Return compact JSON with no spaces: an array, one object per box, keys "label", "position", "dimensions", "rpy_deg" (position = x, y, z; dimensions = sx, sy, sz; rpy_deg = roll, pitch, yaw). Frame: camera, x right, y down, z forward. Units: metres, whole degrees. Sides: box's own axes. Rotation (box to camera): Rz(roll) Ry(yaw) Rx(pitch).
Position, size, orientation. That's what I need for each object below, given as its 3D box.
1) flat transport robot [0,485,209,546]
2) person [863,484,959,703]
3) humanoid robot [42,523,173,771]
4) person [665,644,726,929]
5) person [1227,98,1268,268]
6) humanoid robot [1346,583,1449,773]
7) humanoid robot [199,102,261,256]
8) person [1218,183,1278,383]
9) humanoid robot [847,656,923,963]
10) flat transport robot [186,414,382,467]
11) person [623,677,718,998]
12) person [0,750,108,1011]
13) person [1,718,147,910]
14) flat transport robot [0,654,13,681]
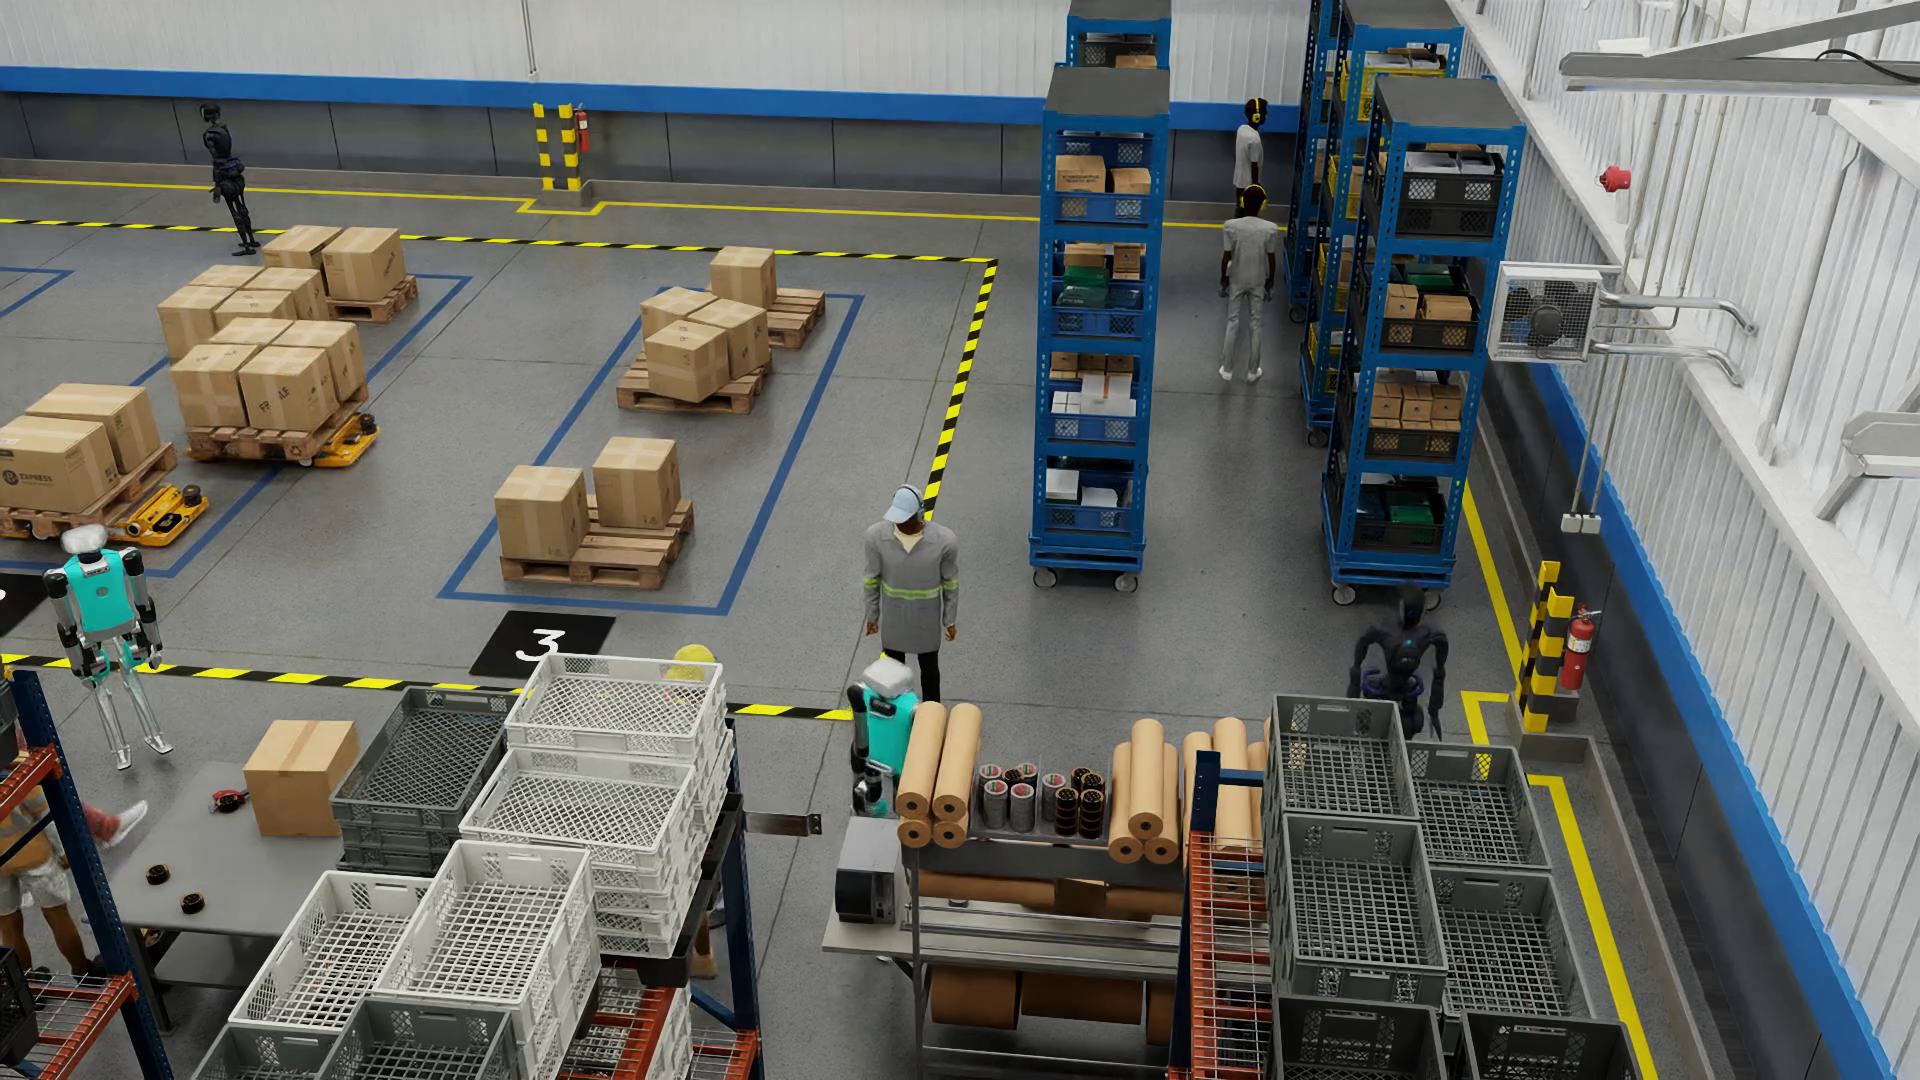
[{"label":"flat transport robot","position":[-6.750,-0.236,13.052],"dimensions":[1.431,0.197,0.652],"rpy_deg":[3,30,6]},{"label":"person","position":[-0.305,0.471,10.292],"dimensions":[0.592,1.849,0.395],"rpy_deg":[3,30,6]},{"label":"humanoid robot","position":[-5.173,0.578,10.088],"dimensions":[0.533,1.677,0.735],"rpy_deg":[-21,36,-32]},{"label":"person","position":[-1.373,1.307,8.934],"dimensions":[0.296,1.771,0.531],"rpy_deg":[-8,31,-13]},{"label":"person","position":[3.035,-3.703,17.442],"dimensions":[0.322,1.870,0.528],"rpy_deg":[-7,31,-12]},{"label":"humanoid robot","position":[2.499,0.927,9.695],"dimensions":[0.601,1.632,0.633],"rpy_deg":[0,30,1]},{"label":"humanoid robot","position":[-7.919,-3.909,17.973],"dimensions":[0.315,1.657,0.599],"rpy_deg":[-2,30,-4]},{"label":"person","position":[2.603,-2.322,15.070],"dimensions":[0.507,1.872,0.328],"rpy_deg":[5,31,8]},{"label":"humanoid robot","position":[-0.453,1.499,8.659],"dimensions":[0.554,1.804,0.698],"rpy_deg":[20,36,30]},{"label":"flat transport robot","position":[-5.757,-0.889,14.173],"dimensions":[1.431,0.197,0.652],"rpy_deg":[3,30,6]},{"label":"person","position":[-1.492,1.546,8.294],"dimensions":[0.436,2.010,0.634],"rpy_deg":[23,37,34]},{"label":"person","position":[-4.764,1.554,8.345],"dimensions":[0.542,1.939,0.367],"rpy_deg":[-7,31,-12]},{"label":"person","position":[-5.115,1.153,9.101],"dimensions":[0.998,1.869,0.593],"rpy_deg":[-22,37,-33]},{"label":"flat transport robot","position":[-7.142,0.969,11.010],"dimensions":[1.431,0.231,0.659],"rpy_deg":[3,30,6]}]
